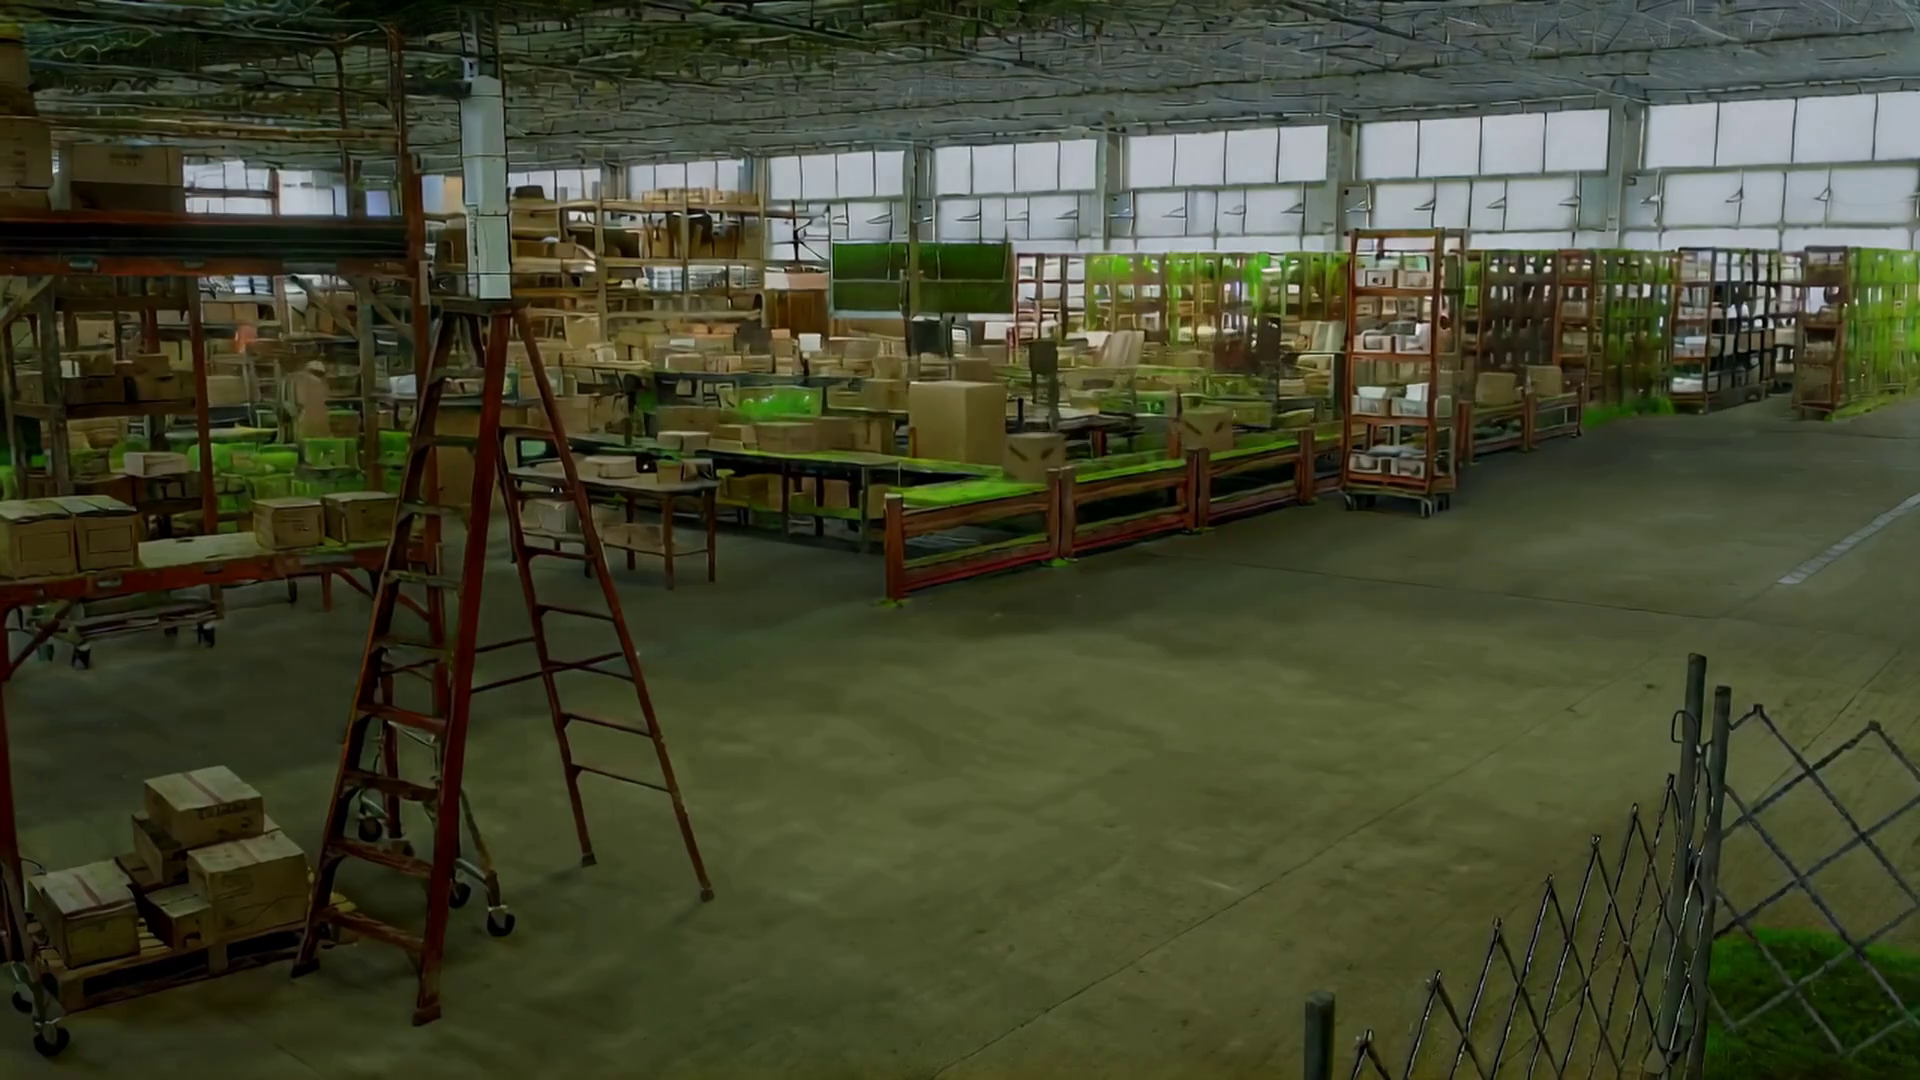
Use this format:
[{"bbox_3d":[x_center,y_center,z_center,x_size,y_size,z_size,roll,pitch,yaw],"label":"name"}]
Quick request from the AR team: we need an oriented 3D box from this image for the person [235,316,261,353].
[{"bbox_3d":[-18.978,-4.997,44.320,0.728,1.895,0.359,-9,13,-43],"label":"person"}]

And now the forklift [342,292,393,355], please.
[{"bbox_3d":[-16.485,-5.622,45.120,1.129,2.768,1.873,7,11,37],"label":"forklift"}]

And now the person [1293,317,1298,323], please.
[{"bbox_3d":[10.272,-6.051,50.605,0.414,1.985,0.612,7,11,36],"label":"person"}]

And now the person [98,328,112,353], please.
[{"bbox_3d":[-22.198,-4.679,43.142,0.449,1.613,0.513,-8,12,-39],"label":"person"}]

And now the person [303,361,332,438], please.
[{"bbox_3d":[-9.776,-1.841,25.102,0.527,1.731,0.870,7,12,38],"label":"person"}]

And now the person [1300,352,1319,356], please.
[{"bbox_3d":[8.097,-4.048,38.377,0.667,1.888,0.436,-8,12,-41],"label":"person"}]

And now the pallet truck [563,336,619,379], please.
[{"bbox_3d":[-10.690,-5.294,48.215,1.601,1.201,0.680,-5,10,-26],"label":"pallet truck"}]

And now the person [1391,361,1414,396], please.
[{"bbox_3d":[9.487,-3.535,35.513,0.922,1.782,0.616,7,11,36],"label":"person"}]

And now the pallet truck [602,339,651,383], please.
[{"bbox_3d":[-8.991,-4.871,45.351,0.653,1.274,1.630,7,11,37],"label":"pallet truck"}]
